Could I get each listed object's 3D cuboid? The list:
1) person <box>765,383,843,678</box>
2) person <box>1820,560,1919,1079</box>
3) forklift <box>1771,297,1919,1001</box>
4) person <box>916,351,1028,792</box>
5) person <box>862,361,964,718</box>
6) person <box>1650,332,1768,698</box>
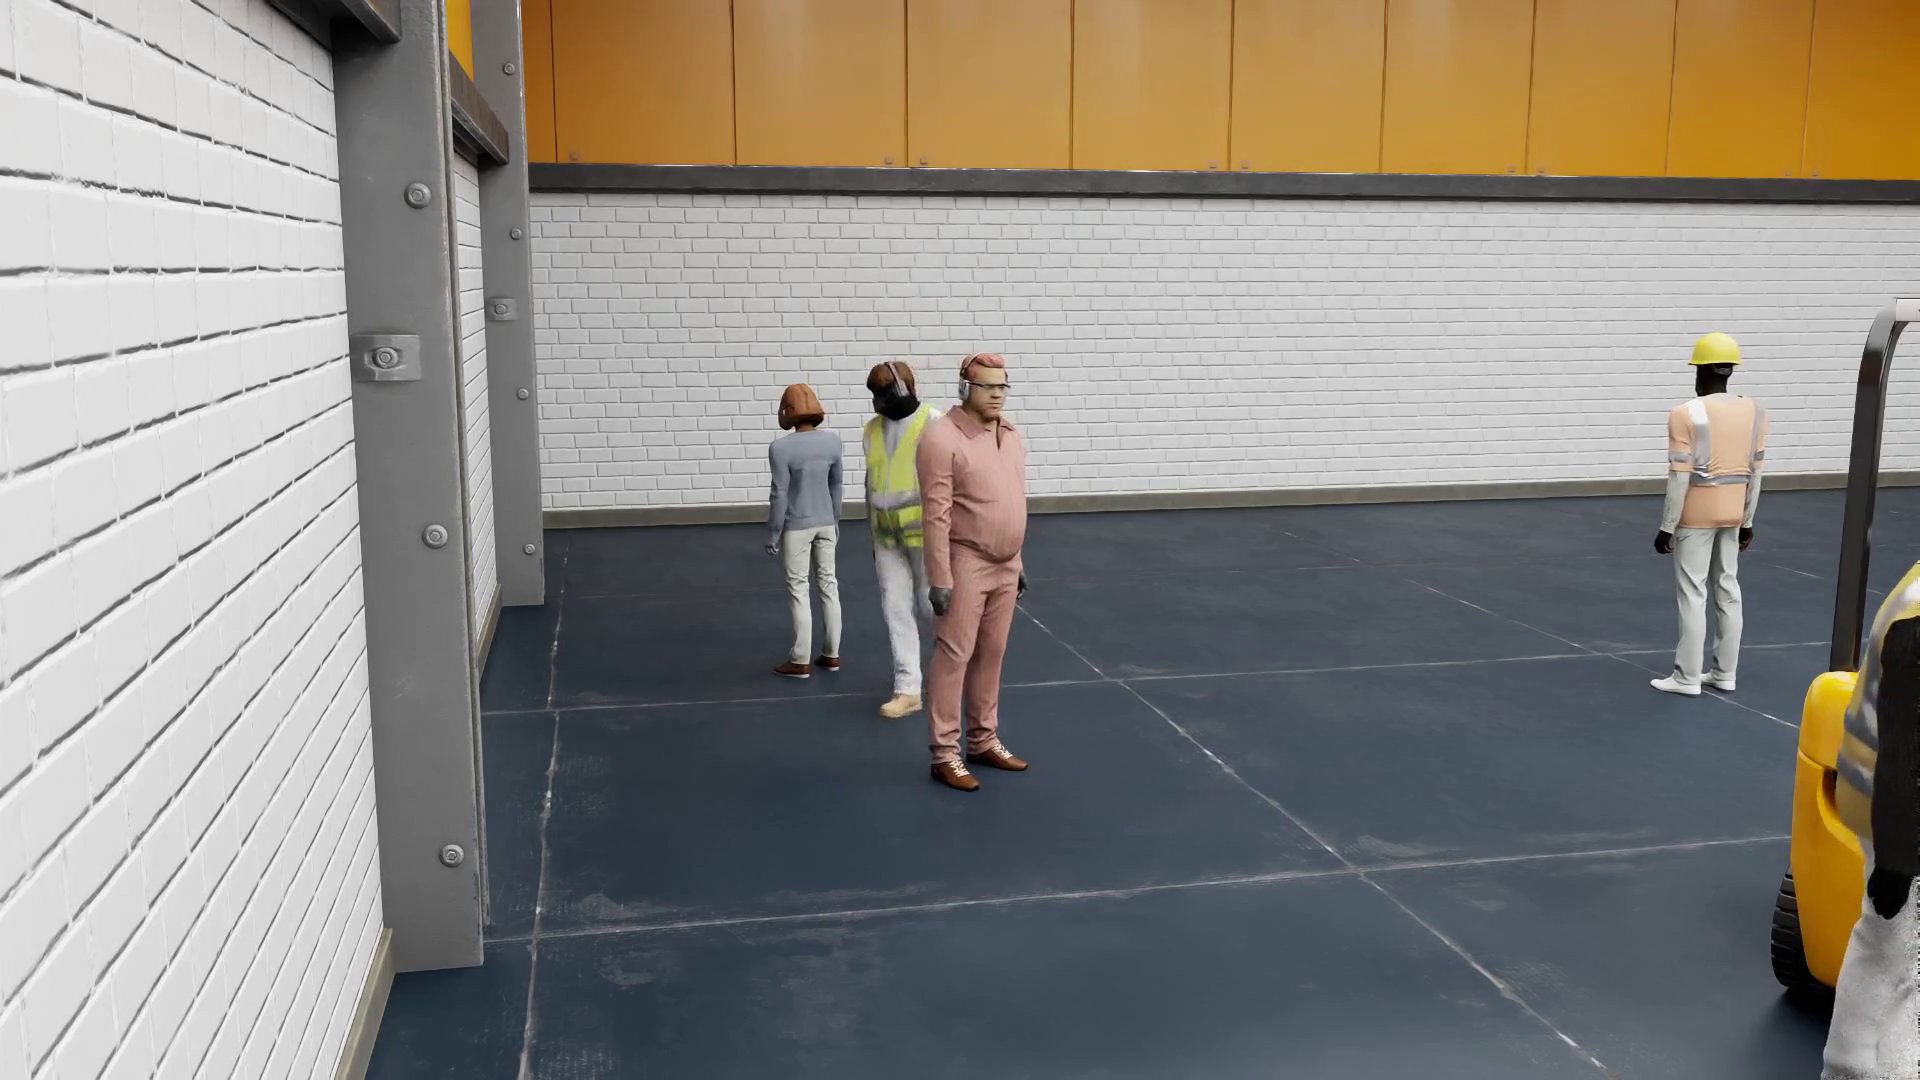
[{"bbox_3d":[-0.862,-0.053,9.236,0.499,1.633,0.281,-9,13,-43],"label":"person"},{"bbox_3d":[2.400,0.705,4.098,0.441,1.816,0.691,7,11,35],"label":"person"},{"bbox_3d":[3.542,0.334,5.177,2.313,2.155,1.214,-9,13,-43],"label":"forklift"},{"bbox_3d":[0.096,0.127,7.317,0.401,1.904,0.646,7,12,38],"label":"person"},{"bbox_3d":[-0.211,-0.032,8.600,0.655,1.801,0.747,6,11,33],"label":"person"},{"bbox_3d":[3.945,-0.128,8.805,0.595,1.925,0.375,-3,10,-18],"label":"person"}]
